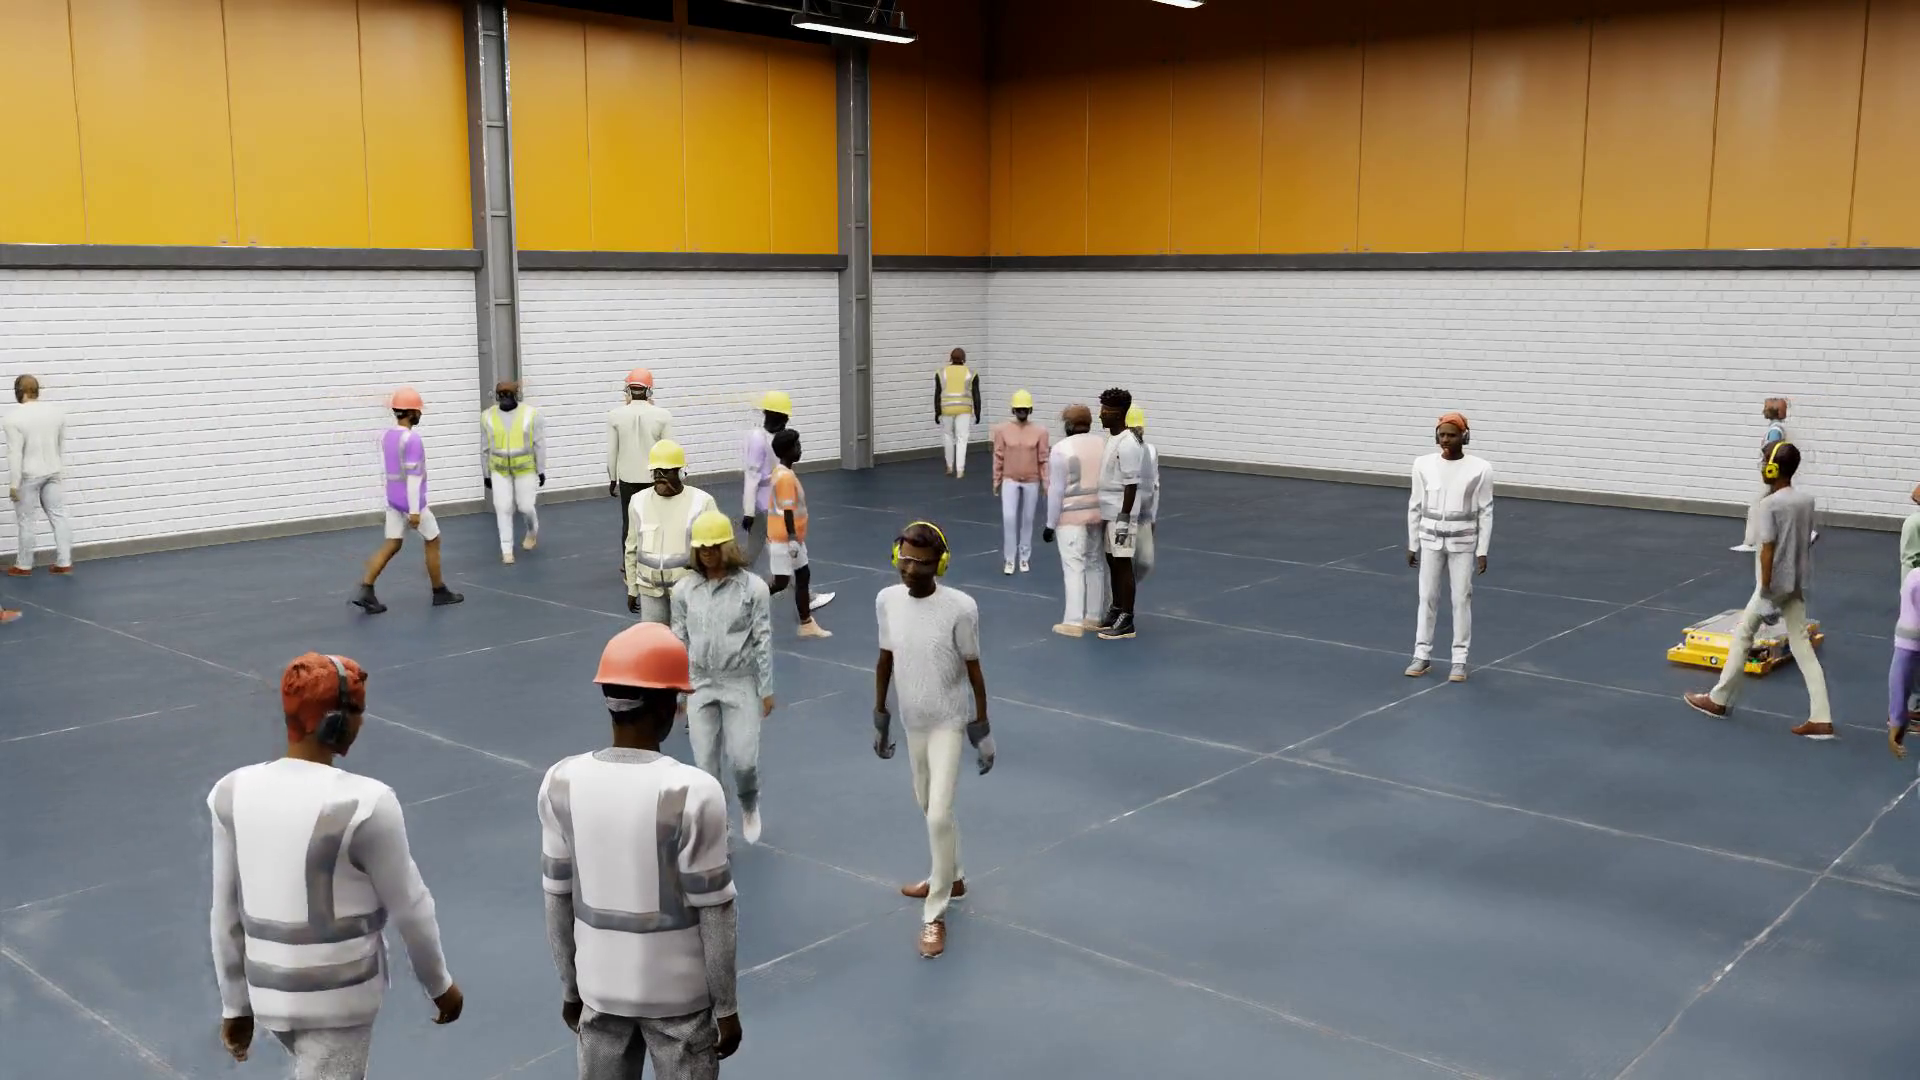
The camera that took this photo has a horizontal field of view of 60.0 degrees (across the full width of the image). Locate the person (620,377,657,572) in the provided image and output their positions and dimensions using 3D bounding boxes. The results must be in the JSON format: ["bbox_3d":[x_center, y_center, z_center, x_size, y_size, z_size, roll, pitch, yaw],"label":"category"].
[{"bbox_3d":[-3.000,-0.598,15.648,0.399,1.905,0.642,-5,10,-30],"label":"person"}]

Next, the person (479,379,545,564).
[{"bbox_3d":[-4.431,-0.696,16.510,0.643,1.827,0.580,-1,9,-6],"label":"person"}]

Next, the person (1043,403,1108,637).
[{"bbox_3d":[0.933,-0.162,13.108,0.629,1.843,0.430,-7,11,-37],"label":"person"}]

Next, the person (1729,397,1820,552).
[{"bbox_3d":[8.344,-0.652,16.915,0.750,1.614,0.526,5,11,30],"label":"person"}]

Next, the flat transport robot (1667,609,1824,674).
[{"bbox_3d":[5.867,0.736,12.374,0.652,0.197,1.431,8,12,42],"label":"flat transport robot"}]

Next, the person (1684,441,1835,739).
[{"bbox_3d":[5.068,0.291,10.345,0.516,1.818,0.997,-4,10,-24],"label":"person"}]

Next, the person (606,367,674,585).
[{"bbox_3d":[-2.912,-0.580,15.240,0.625,1.992,0.389,-1,9,-4],"label":"person"}]

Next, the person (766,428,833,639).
[{"bbox_3d":[-1.400,-0.034,12.811,0.765,1.674,0.535,-1,9,-4],"label":"person"}]

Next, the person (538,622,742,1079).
[{"bbox_3d":[-0.826,1.175,4.436,0.543,1.928,0.373,3,9,17],"label":"person"}]

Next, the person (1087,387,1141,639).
[{"bbox_3d":[1.225,-0.213,13.027,0.365,1.965,0.608,-1,9,-9],"label":"person"}]

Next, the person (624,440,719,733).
[{"bbox_3d":[-1.786,0.289,10.297,0.603,1.830,0.404,1,9,7],"label":"person"}]

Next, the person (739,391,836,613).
[{"bbox_3d":[-1.511,-0.299,13.864,1.000,1.864,0.601,1,9,6],"label":"person"}]

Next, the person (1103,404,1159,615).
[{"bbox_3d":[1.345,-0.191,13.374,0.601,1.821,0.462,-4,10,-22],"label":"person"}]

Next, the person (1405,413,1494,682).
[{"bbox_3d":[3.419,0.049,11.647,0.574,1.881,0.357,5,11,31],"label":"person"}]

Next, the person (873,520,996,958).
[{"bbox_3d":[-0.139,0.798,7.198,0.601,1.822,0.693,6,11,35],"label":"person"}]

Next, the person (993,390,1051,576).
[{"bbox_3d":[0.584,-0.530,15.684,0.547,1.741,0.711,0,9,-1],"label":"person"}]

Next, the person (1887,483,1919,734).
[{"bbox_3d":[6.027,0.377,10.365,0.497,1.634,0.287,-6,11,-31],"label":"person"}]

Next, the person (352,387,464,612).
[{"bbox_3d":[-4.717,-0.336,14.022,0.555,1.903,0.962,8,12,42],"label":"person"}]

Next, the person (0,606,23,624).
[{"bbox_3d":[-8.000,-0.240,13.370,0.874,1.905,0.667,-4,10,-24],"label":"person"}]

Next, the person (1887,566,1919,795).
[{"bbox_3d":[4.248,0.752,6.926,0.660,1.996,0.994,4,10,22],"label":"person"}]

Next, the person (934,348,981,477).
[{"bbox_3d":[-0.023,-1.818,23.621,0.652,1.796,0.932,1,9,6],"label":"person"}]

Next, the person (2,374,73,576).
[{"bbox_3d":[-8.710,-0.601,15.640,0.497,1.938,0.640,4,10,24],"label":"person"}]

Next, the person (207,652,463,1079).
[{"bbox_3d":[-1.648,1.201,4.540,0.564,1.848,0.885,4,10,24],"label":"person"}]

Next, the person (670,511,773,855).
[{"bbox_3d":[-1.146,0.707,7.992,0.498,1.726,0.413,1,9,7],"label":"person"}]
